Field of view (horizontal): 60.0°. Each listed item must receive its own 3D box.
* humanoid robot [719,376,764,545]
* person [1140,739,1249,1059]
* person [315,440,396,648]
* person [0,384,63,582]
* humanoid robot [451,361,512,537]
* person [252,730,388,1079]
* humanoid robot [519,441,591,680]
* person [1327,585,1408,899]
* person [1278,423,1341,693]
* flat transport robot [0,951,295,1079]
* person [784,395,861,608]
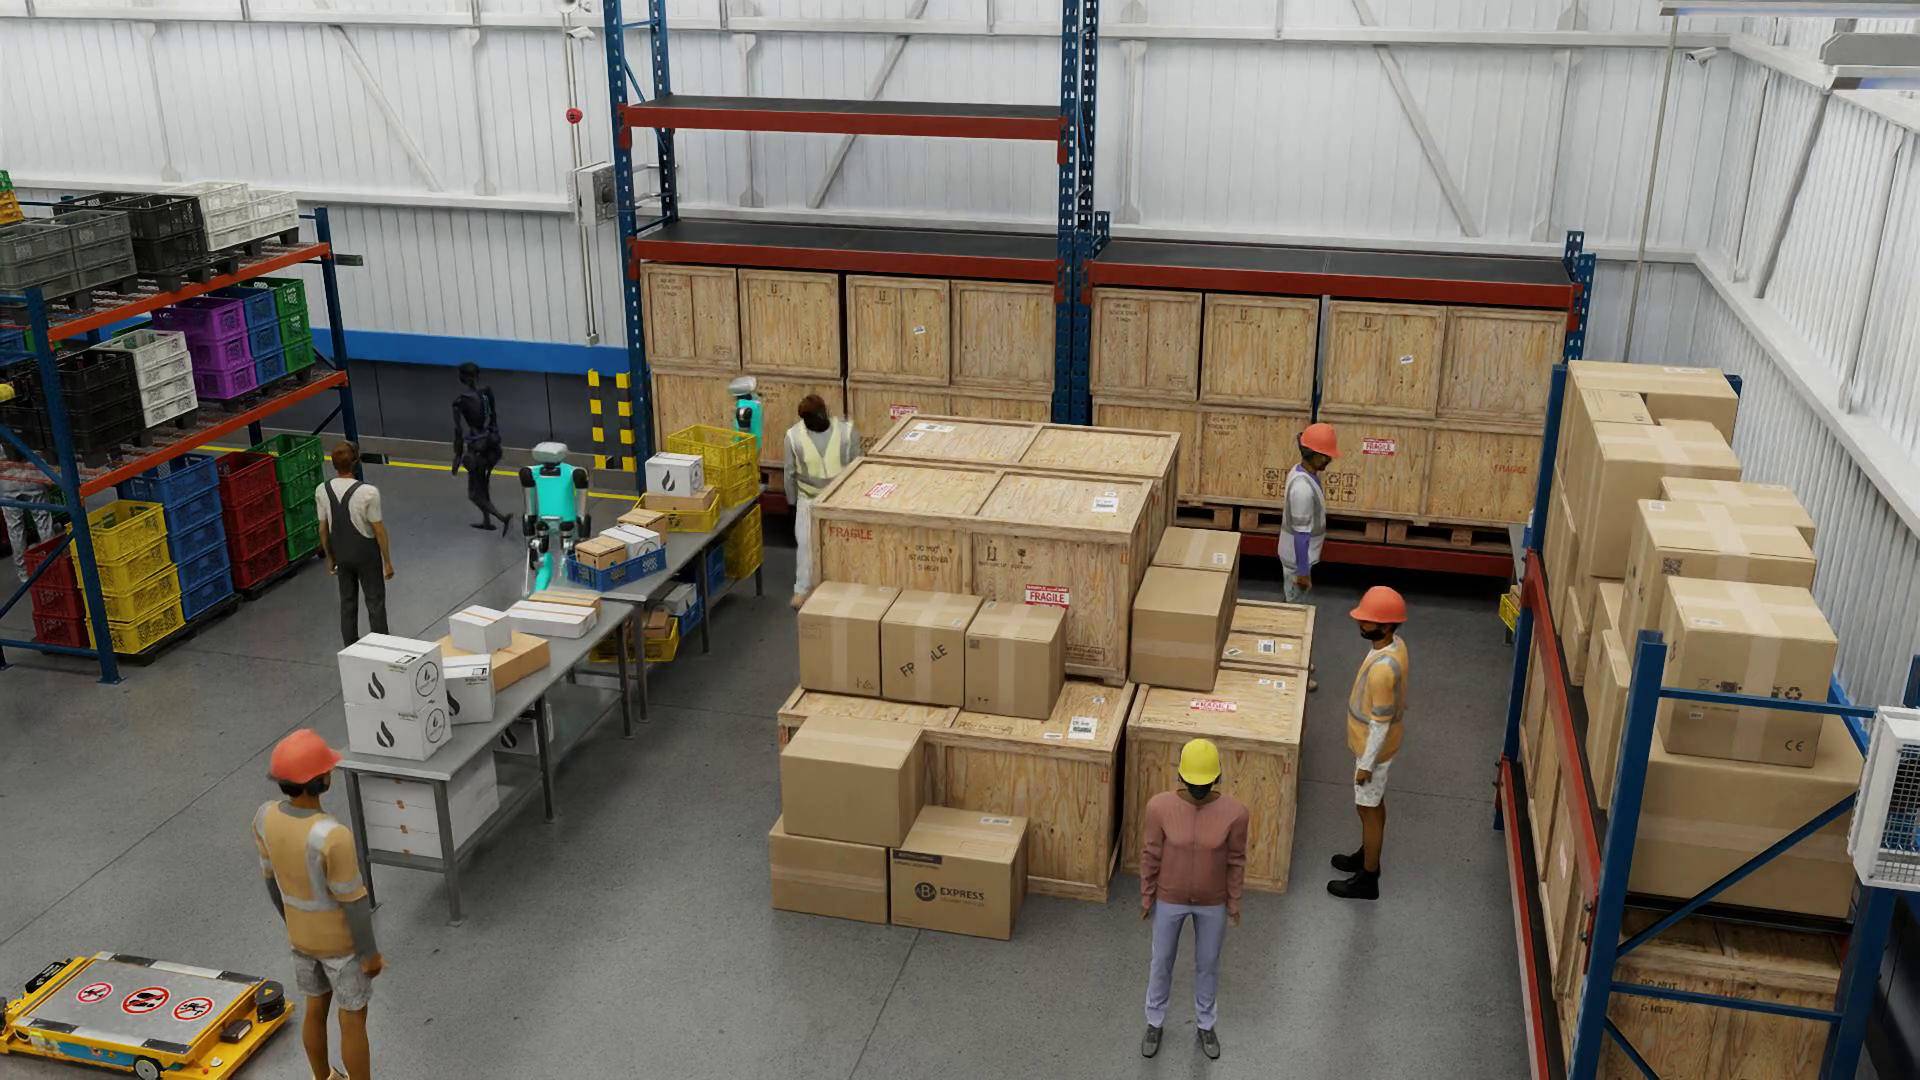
[{"bbox_3d":[-2.023,-0.495,14.449,0.735,1.911,0.553,2,21,6],"label":"humanoid robot"},{"bbox_3d":[1.151,1.784,8.279,0.523,1.768,0.306,1,21,3],"label":"person"},{"bbox_3d":[-4.504,0.146,12.454,0.507,1.844,0.333,3,21,9],"label":"person"},{"bbox_3d":[-8.052,-0.492,14.266,0.486,1.744,0.293,-9,23,-21],"label":"person"},{"bbox_3d":[-4.353,-0.842,15.286,0.576,1.634,0.594,9,23,22],"label":"humanoid robot"},{"bbox_3d":[-2.953,1.822,7.792,0.604,2.048,0.366,11,24,27],"label":"person"},{"bbox_3d":[-3.083,0.245,12.476,0.541,1.856,0.818,3,21,7],"label":"humanoid robot"},{"bbox_3d":[2.370,1.169,9.655,0.366,1.935,0.549,7,22,17],"label":"person"},{"bbox_3d":[2.546,0.116,12.277,0.399,2.032,0.605,4,21,11],"label":"person"},{"bbox_3d":[-4.270,2.464,8.601,1.431,0.231,0.659,5,22,13],"label":"flat transport robot"},{"bbox_3d":[-1.138,-0.346,13.834,0.669,1.792,0.722,-4,21,-11],"label":"person"}]
